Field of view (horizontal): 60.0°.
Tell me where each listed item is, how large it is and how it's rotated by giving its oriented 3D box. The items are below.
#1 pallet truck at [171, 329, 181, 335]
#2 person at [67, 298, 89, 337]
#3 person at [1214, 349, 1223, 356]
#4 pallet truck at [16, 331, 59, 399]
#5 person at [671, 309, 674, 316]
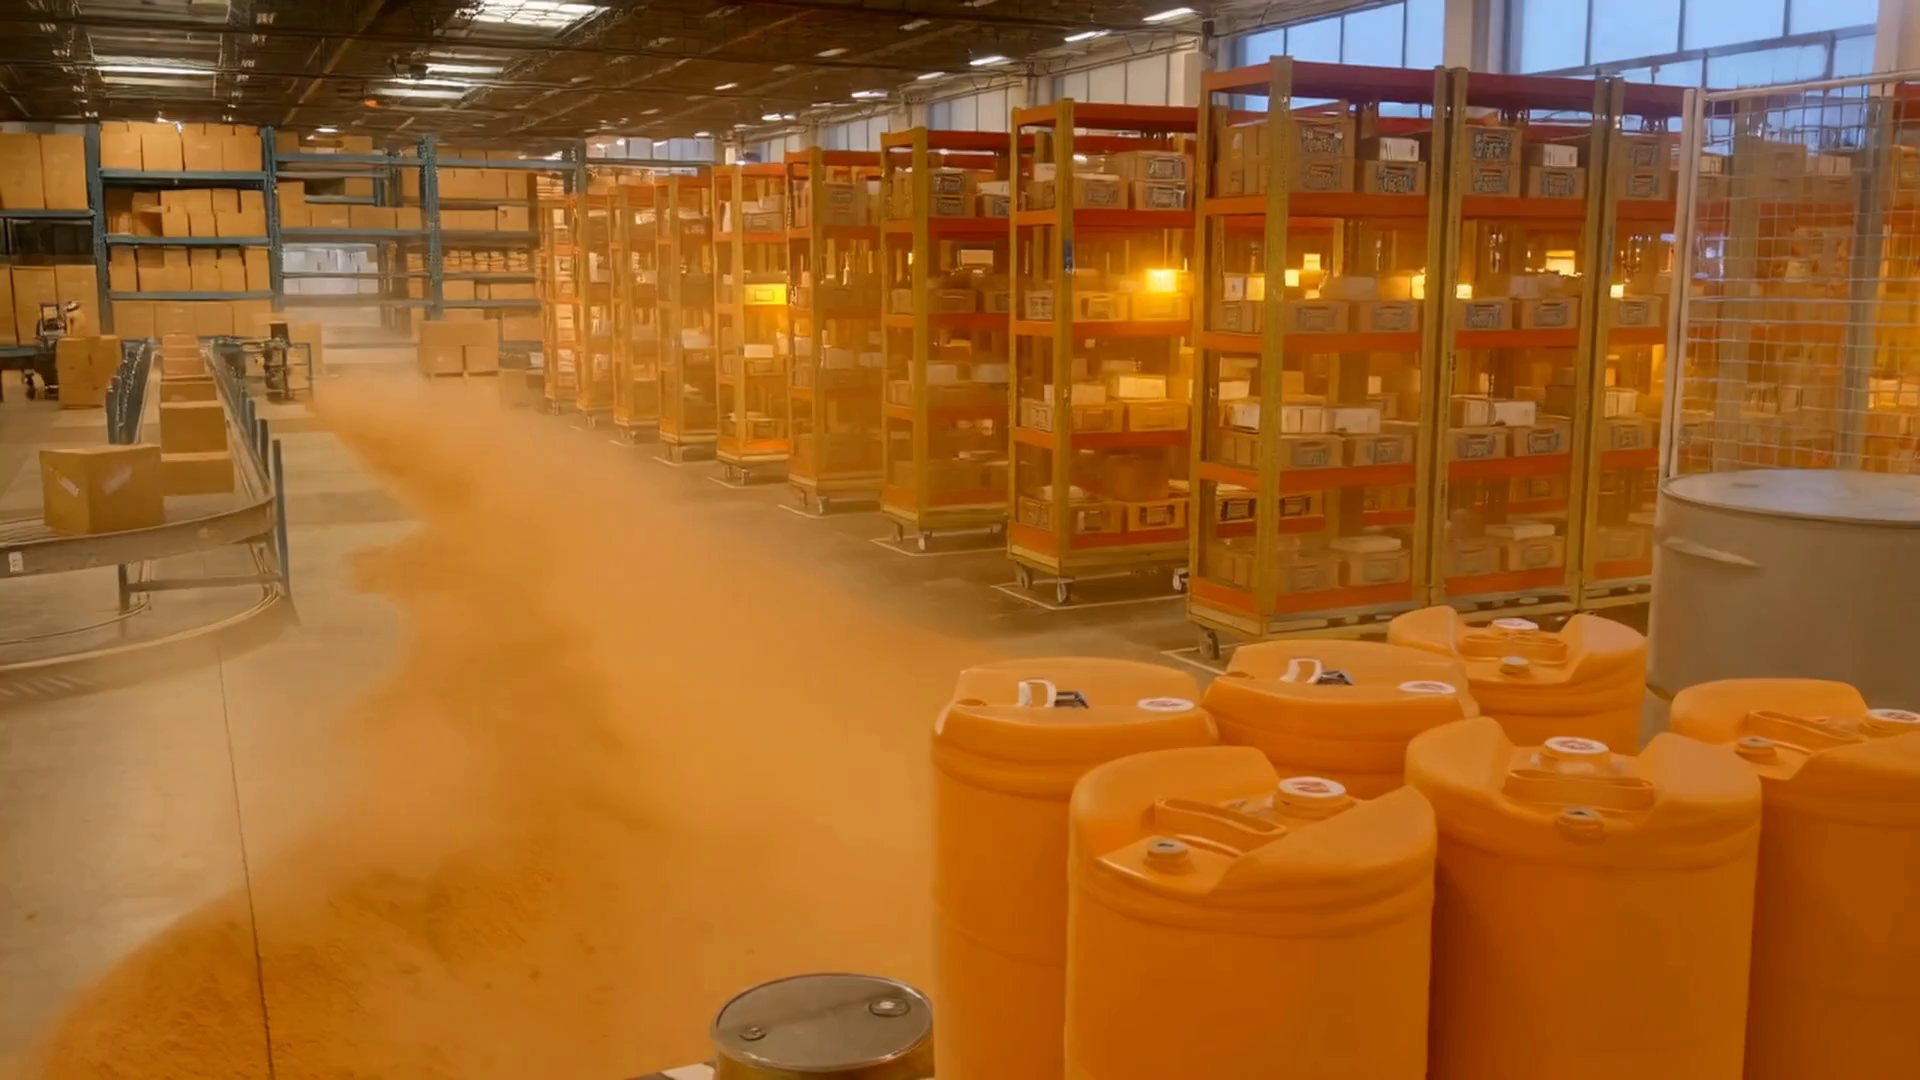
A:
[{"bbox_3d":[-17.275,-3.851,35.096,1.601,1.201,0.680,0,9,1],"label":"pallet truck"},{"bbox_3d":[-20.219,-4.638,38.147,0.405,1.823,0.590,2,9,13],"label":"person"},{"bbox_3d":[3.712,-2.240,23.363,0.593,1.797,0.992,-3,9,-15],"label":"person"},{"bbox_3d":[-17.082,-3.353,31.781,1.630,1.274,0.653,-4,10,-25],"label":"pallet truck"},{"bbox_3d":[-8.094,-6.038,47.021,0.388,1.751,0.541,-5,10,-27],"label":"person"}]
